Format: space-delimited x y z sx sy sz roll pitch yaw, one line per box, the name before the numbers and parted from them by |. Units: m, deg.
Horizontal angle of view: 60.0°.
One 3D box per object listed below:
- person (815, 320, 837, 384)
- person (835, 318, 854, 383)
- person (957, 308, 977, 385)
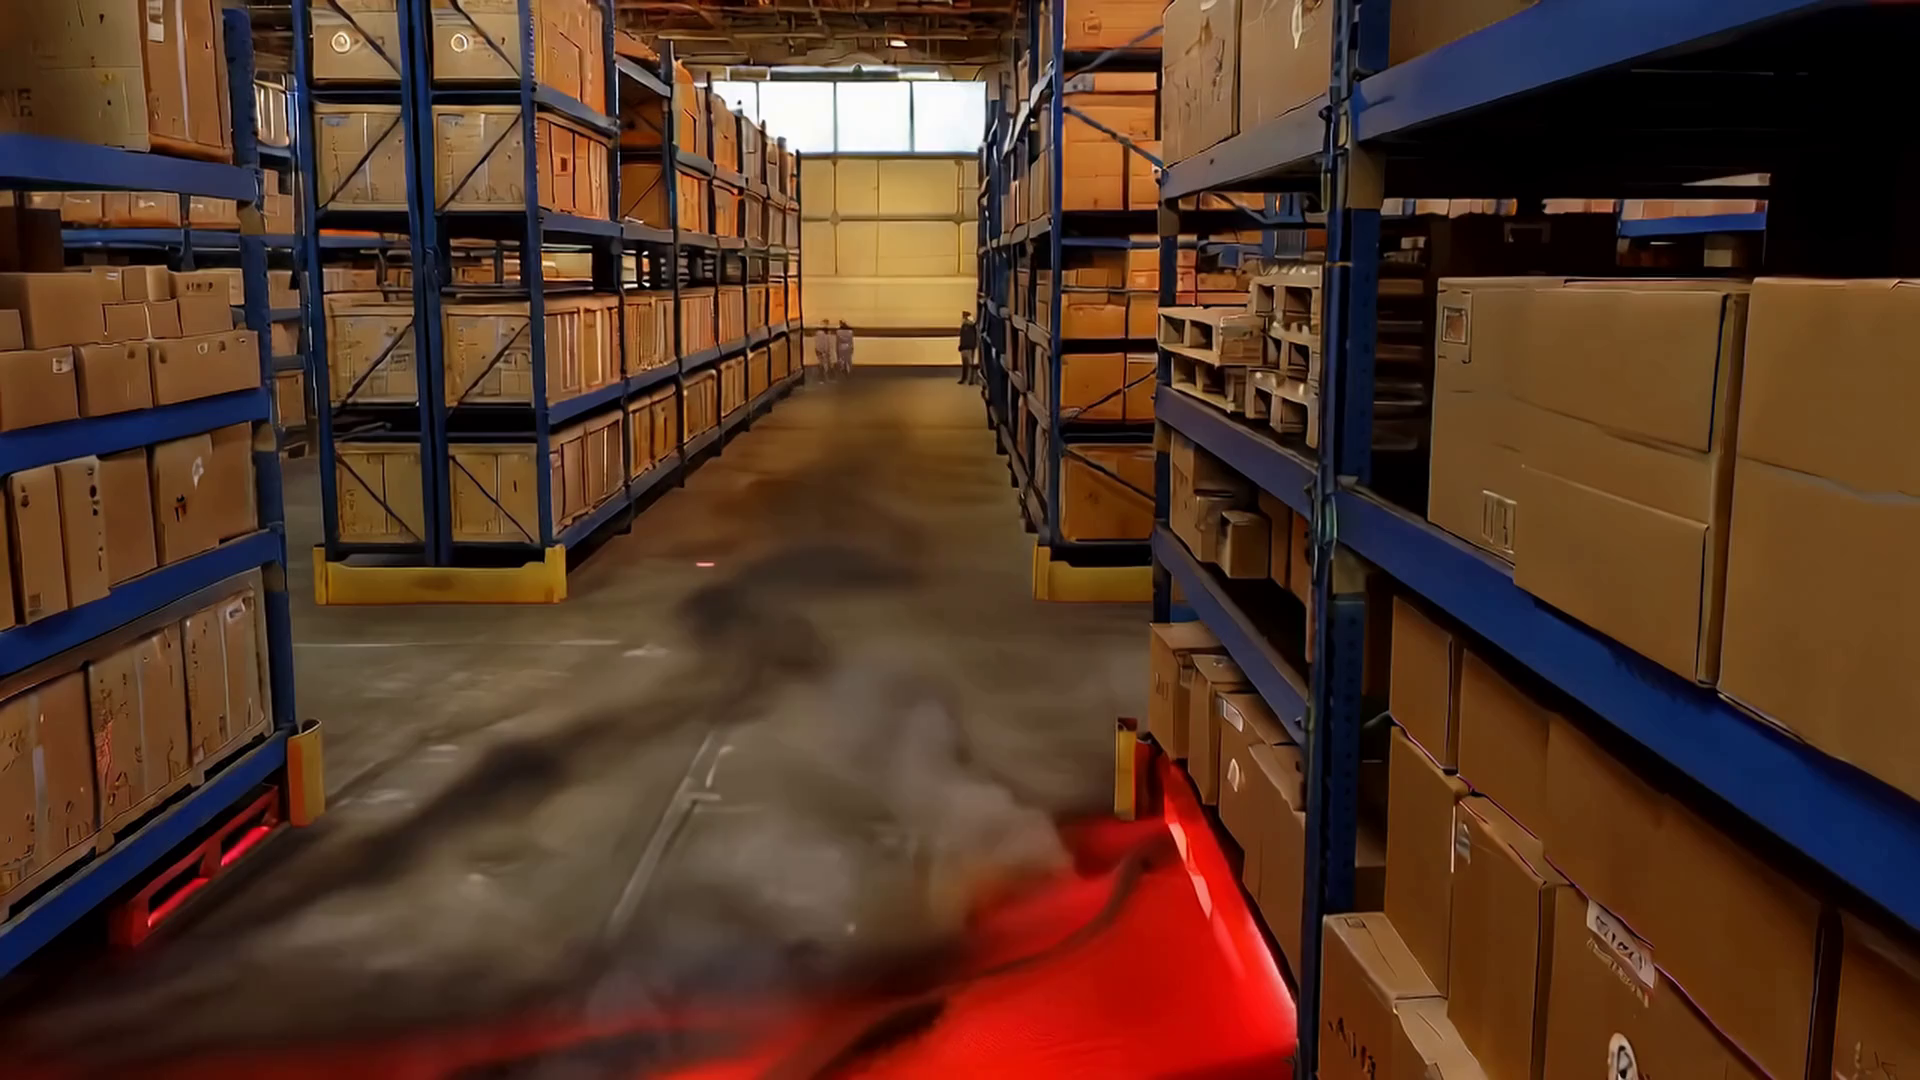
person | -3.525 -4.935 43.741 0.628 1.696 0.777 -8 12 -40
person | -3.067 -5.021 44.236 0.566 1.720 0.457 -2 9 -13
person | 0.185 -5.084 43.738 0.381 1.994 0.622 -8 12 -40
